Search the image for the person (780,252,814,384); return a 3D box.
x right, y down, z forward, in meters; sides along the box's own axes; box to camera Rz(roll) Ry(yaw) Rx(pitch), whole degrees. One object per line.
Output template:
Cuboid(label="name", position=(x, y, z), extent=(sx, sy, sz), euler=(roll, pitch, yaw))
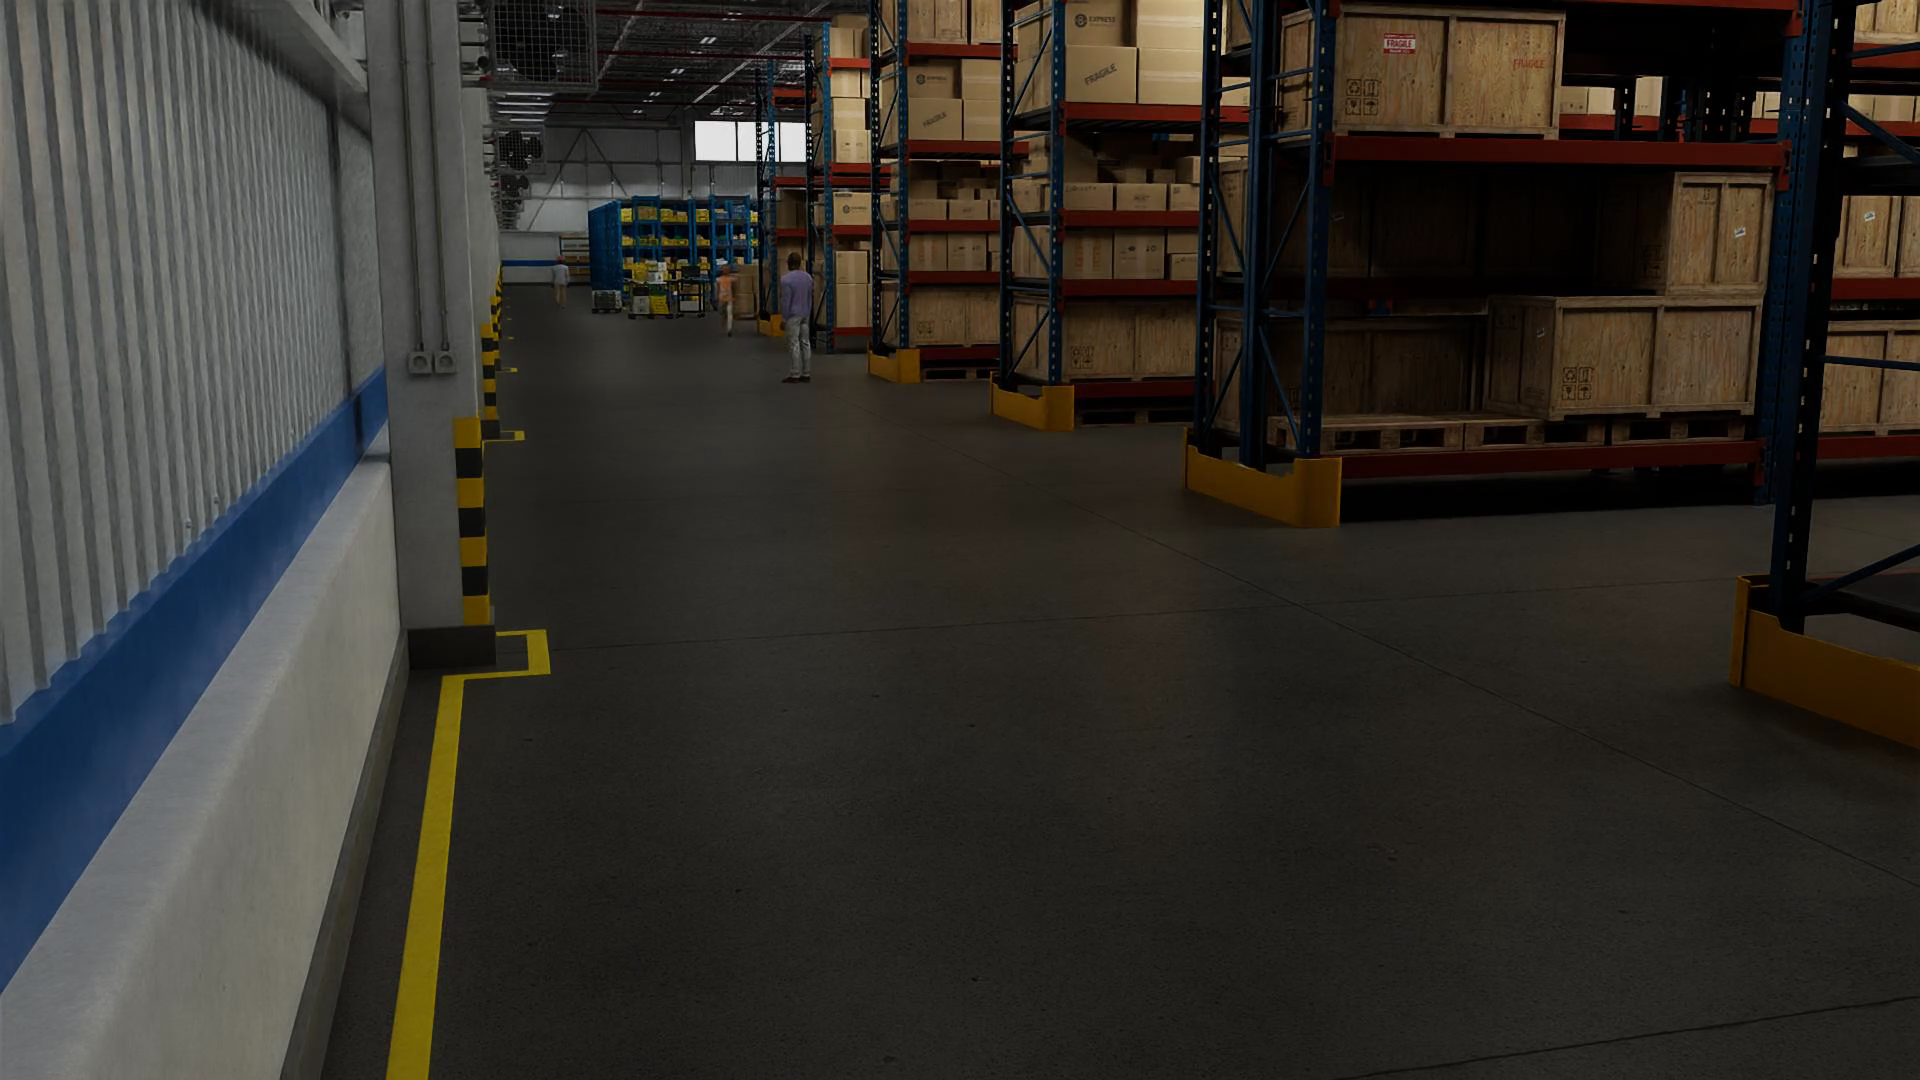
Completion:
Cuboid(label="person", position=(-2.433, -3.286, 24.649), extent=(0.372, 1.940, 0.632), euler=(7, 12, 35))

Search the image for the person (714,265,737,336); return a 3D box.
Cuboid(label="person", position=(-5.279, -5.396, 37.540), extent=(0.529, 1.610, 0.729), euler=(-3, 10, -15))

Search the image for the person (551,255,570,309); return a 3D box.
Cuboid(label="person", position=(-12.959, -8.371, 54.010), extent=(0.599, 1.730, 0.503), euler=(-2, 10, -12))
